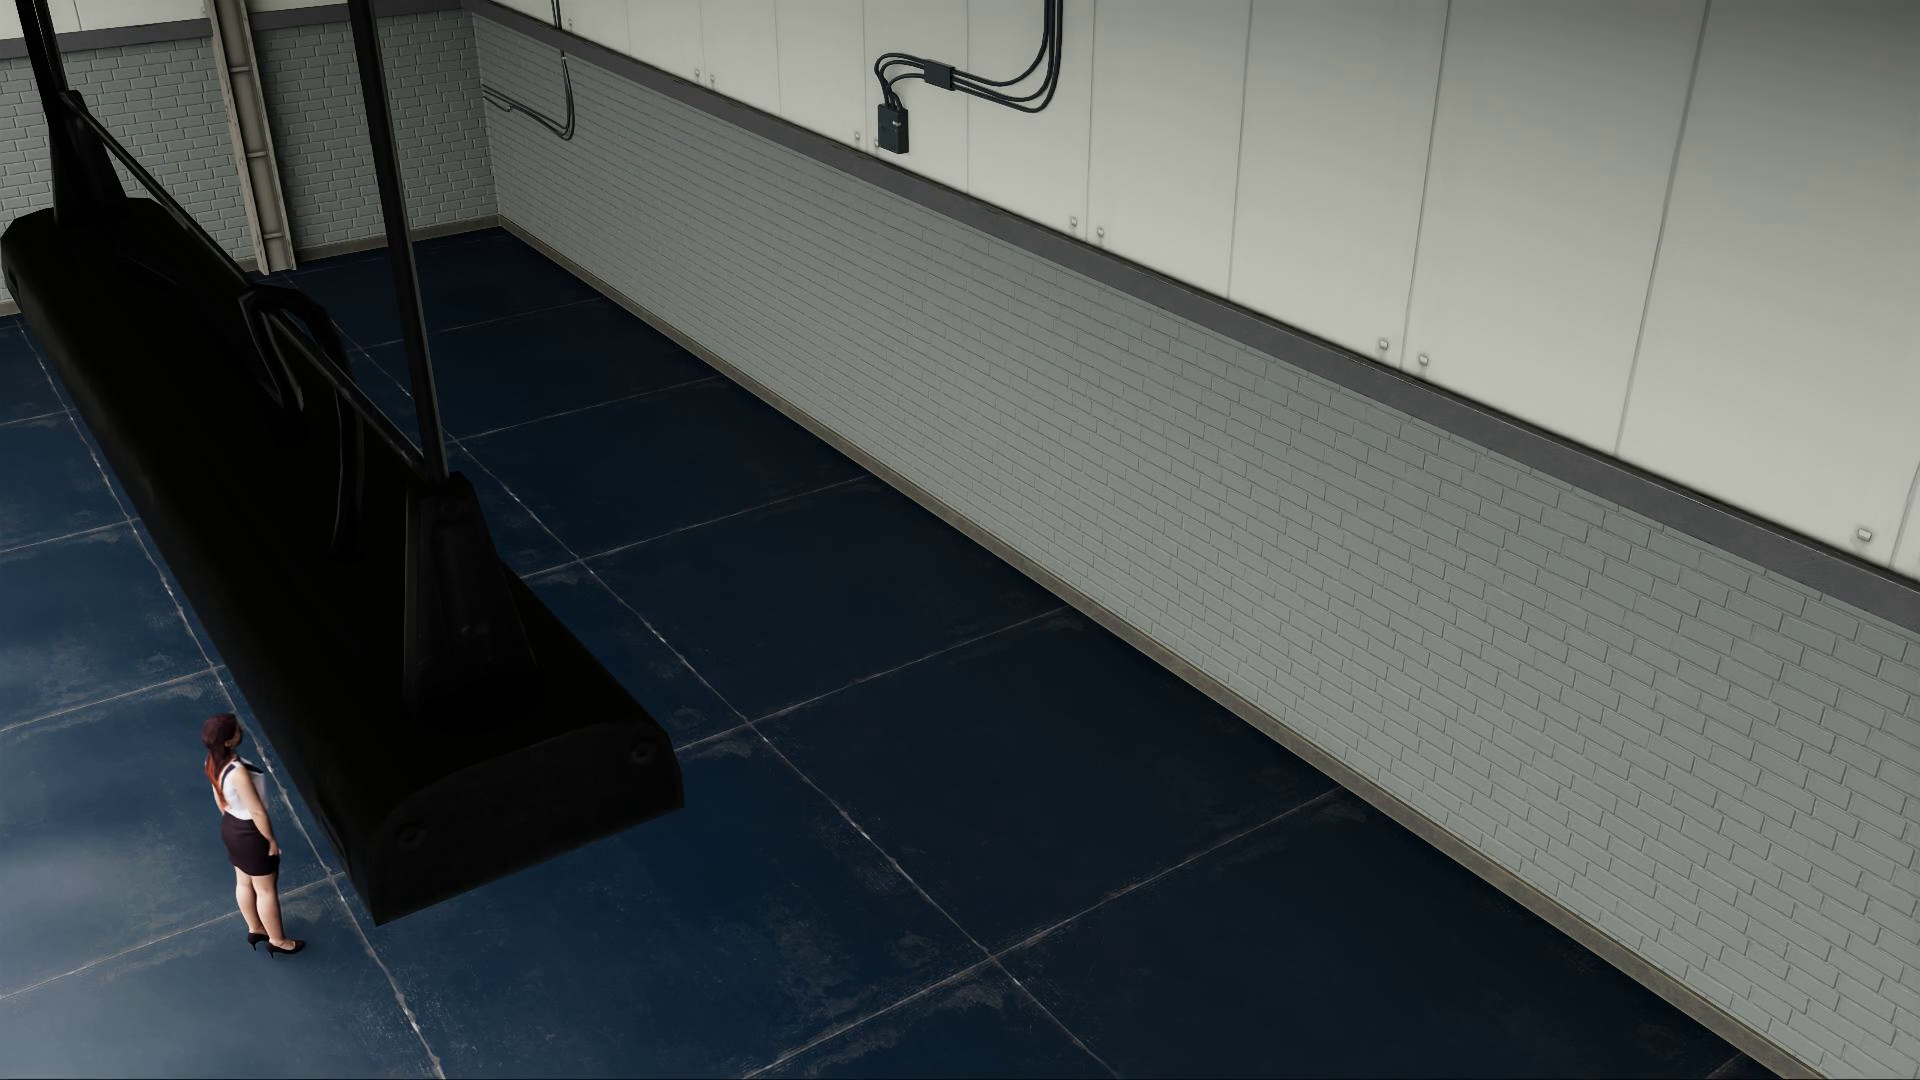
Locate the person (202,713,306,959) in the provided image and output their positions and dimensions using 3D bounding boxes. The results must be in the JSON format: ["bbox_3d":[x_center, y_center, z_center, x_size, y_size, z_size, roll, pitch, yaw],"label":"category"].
[{"bbox_3d":[-4.102,1.704,9.584,0.619,1.649,0.612,18,33,31],"label":"person"}]
